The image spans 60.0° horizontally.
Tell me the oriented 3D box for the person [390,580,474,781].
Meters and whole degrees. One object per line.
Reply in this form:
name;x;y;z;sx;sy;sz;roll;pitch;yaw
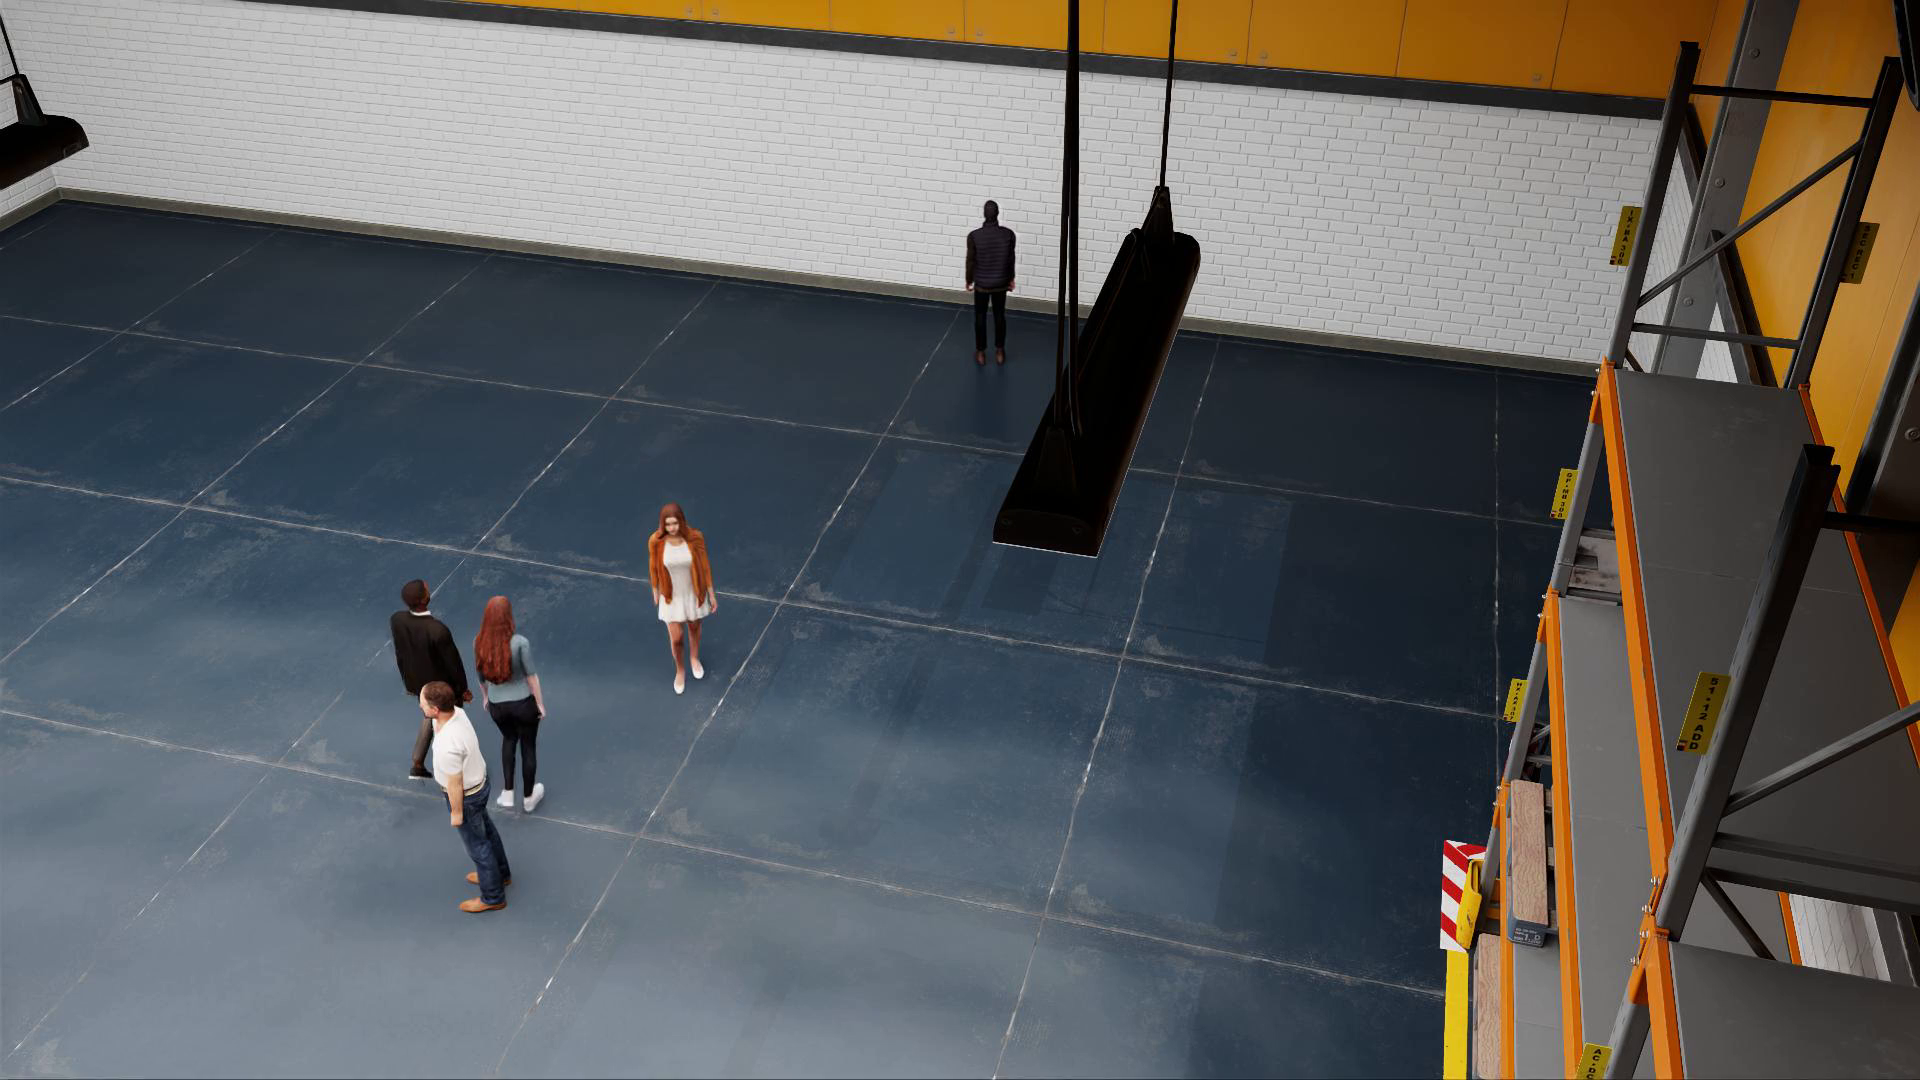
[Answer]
person;-3.831;1.086;12.002;0.745;1.791;0.865;14;36;20

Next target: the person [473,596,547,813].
person;-3.212;1.226;11.864;0.704;1.709;0.836;1;34;1

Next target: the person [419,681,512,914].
person;-3.256;1.682;11.052;0.796;1.848;0.657;-5;34;-8

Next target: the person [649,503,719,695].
person;-2.201;0.362;13.171;0.781;1.701;0.829;-9;35;-13

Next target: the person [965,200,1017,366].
person;0.316;-2.740;17.718;0.767;1.835;0.716;-5;34;-7
